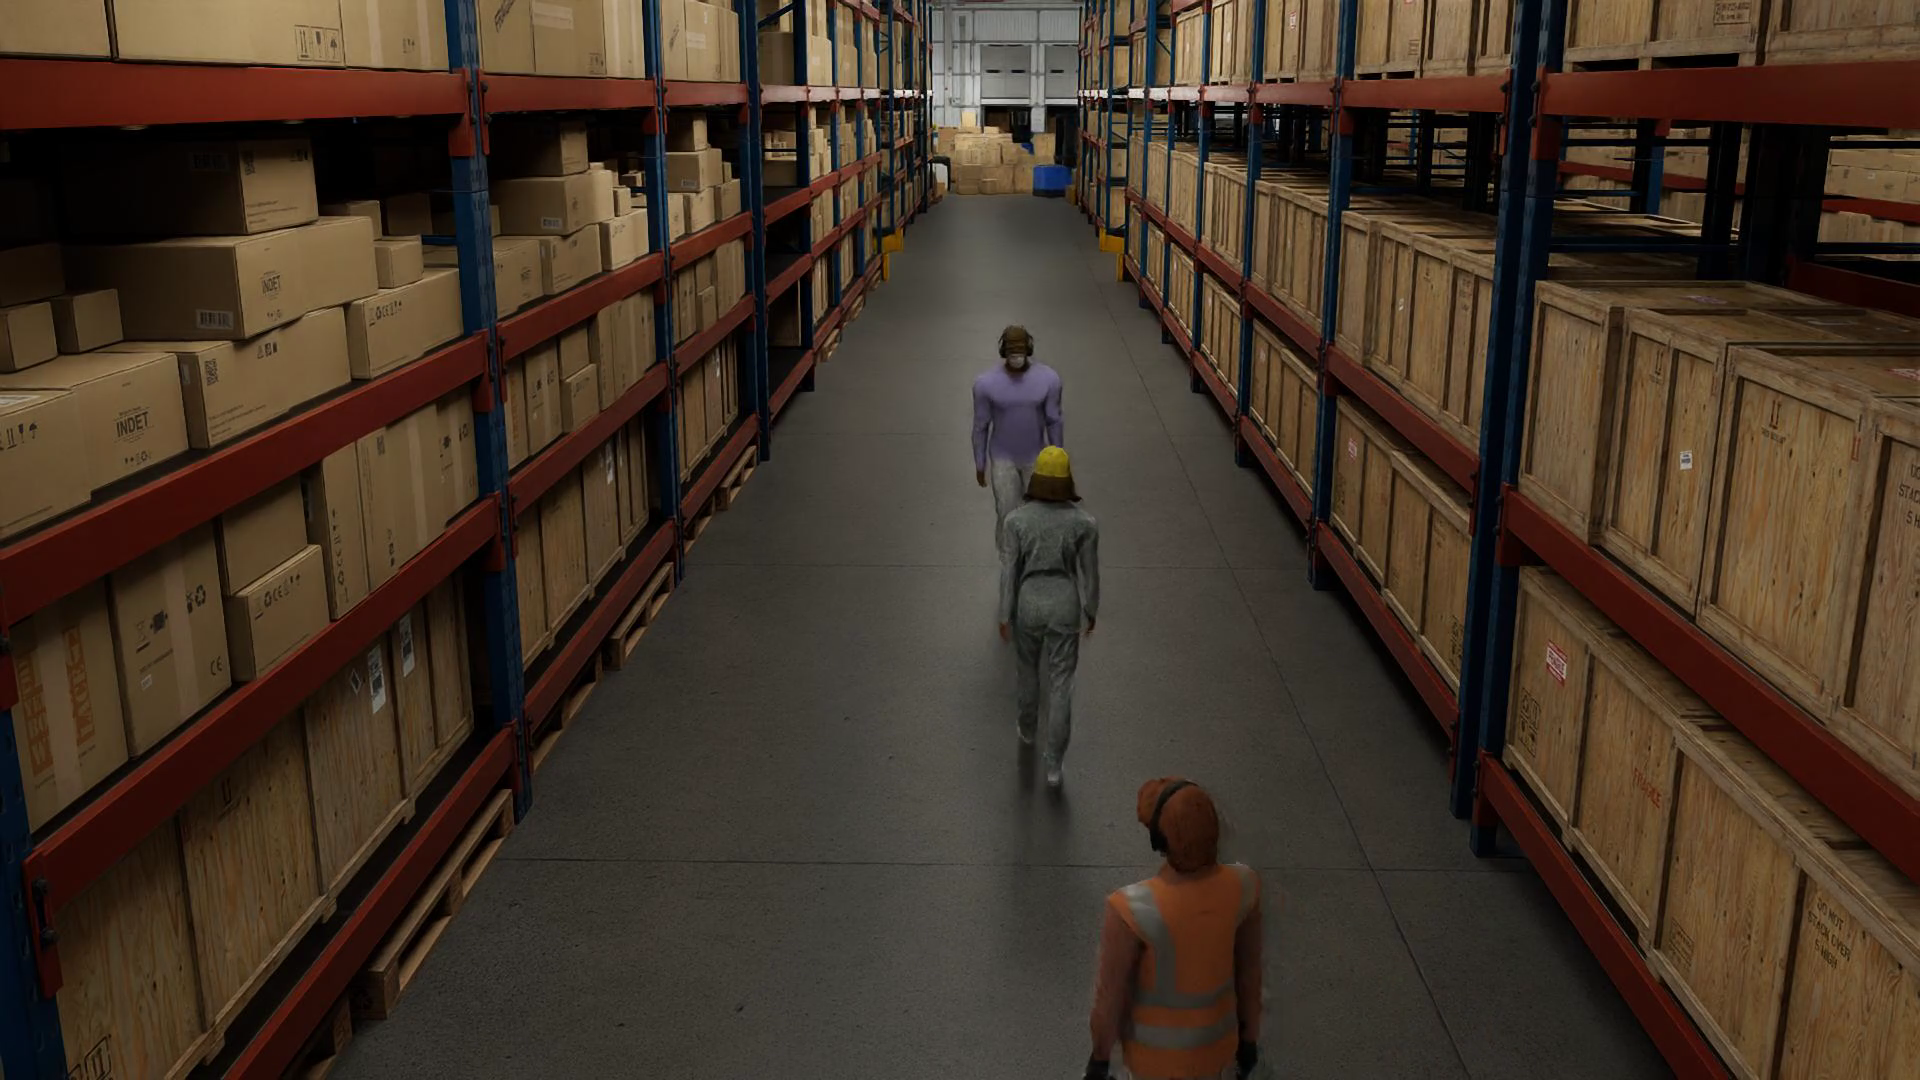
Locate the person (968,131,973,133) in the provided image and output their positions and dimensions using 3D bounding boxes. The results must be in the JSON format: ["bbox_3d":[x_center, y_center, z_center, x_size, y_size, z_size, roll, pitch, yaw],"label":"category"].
[{"bbox_3d":[0.509,-16.347,70.438,0.847,1.909,0.656,2,15,9],"label":"person"}]

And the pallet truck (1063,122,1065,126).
[{"bbox_3d":[5.788,-21.111,88.014,1.885,1.965,0.823,5,16,18],"label":"pallet truck"}]

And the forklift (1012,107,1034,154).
[{"bbox_3d":[3.048,-19.895,81.816,1.129,2.768,1.873,-7,17,-24],"label":"forklift"}]

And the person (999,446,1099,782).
[{"bbox_3d":[0.464,0.347,8.720,0.518,1.707,0.837,1,15,2],"label":"person"}]

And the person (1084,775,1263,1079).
[{"bbox_3d":[0.607,1.453,4.762,0.514,1.627,0.363,-9,17,-30],"label":"person"}]

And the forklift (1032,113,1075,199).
[{"bbox_3d":[3.481,-12.939,55.934,1.873,2.768,1.129,-7,16,-24],"label":"forklift"}]

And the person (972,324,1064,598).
[{"bbox_3d":[0.402,-0.561,11.690,0.650,1.923,0.493,-1,15,-5],"label":"person"}]

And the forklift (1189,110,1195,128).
[{"bbox_3d":[9.184,-15.537,65.599,1.873,2.768,1.129,0,15,2],"label":"forklift"}]
